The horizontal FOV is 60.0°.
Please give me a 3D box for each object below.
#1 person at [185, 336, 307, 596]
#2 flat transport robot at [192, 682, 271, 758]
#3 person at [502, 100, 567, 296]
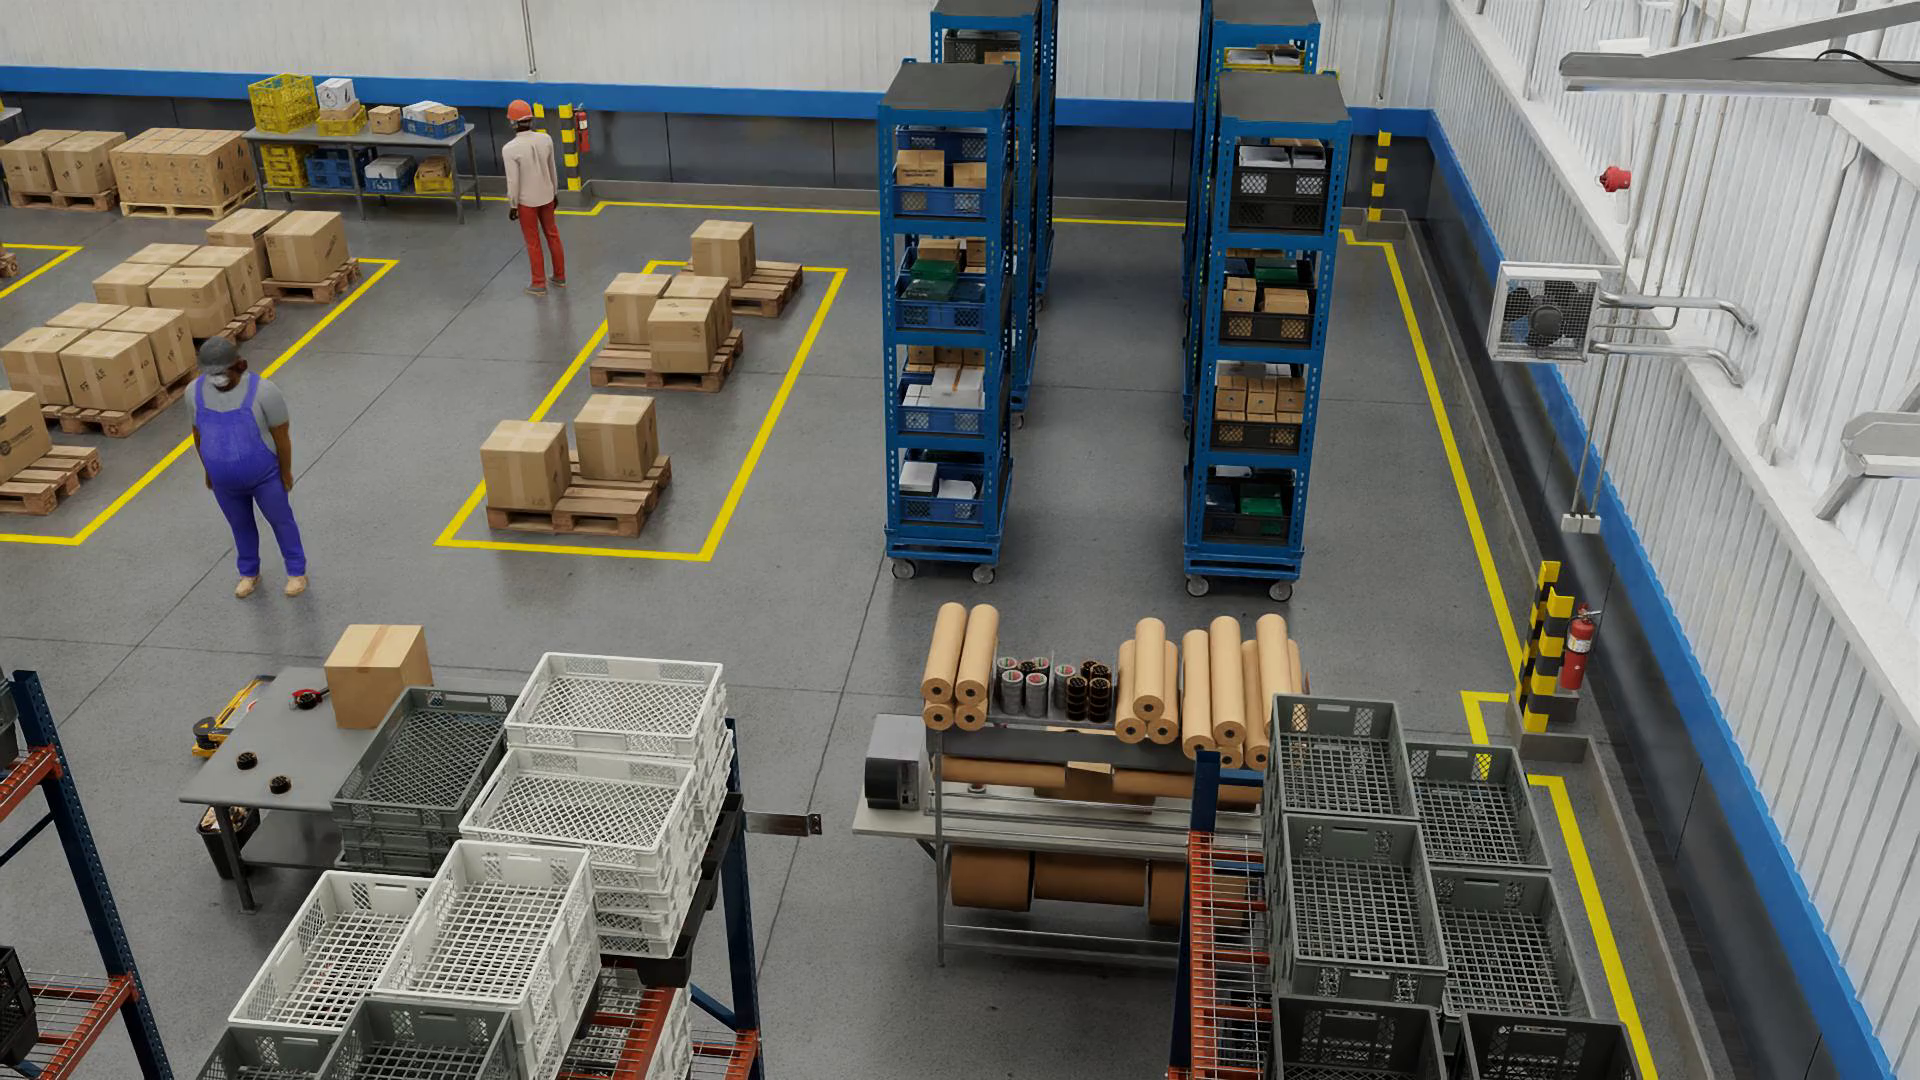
[{"bbox_3d":[-5.074,-0.512,11.794,0.681,2.000,0.535,0,30,1],"label":"person"},{"bbox_3d":[-4.089,1.163,10.648,1.431,0.197,0.652,3,30,6],"label":"flat transport robot"},{"bbox_3d":[-4.357,-3.482,16.941,0.393,1.993,0.610,22,37,33],"label":"person"}]
